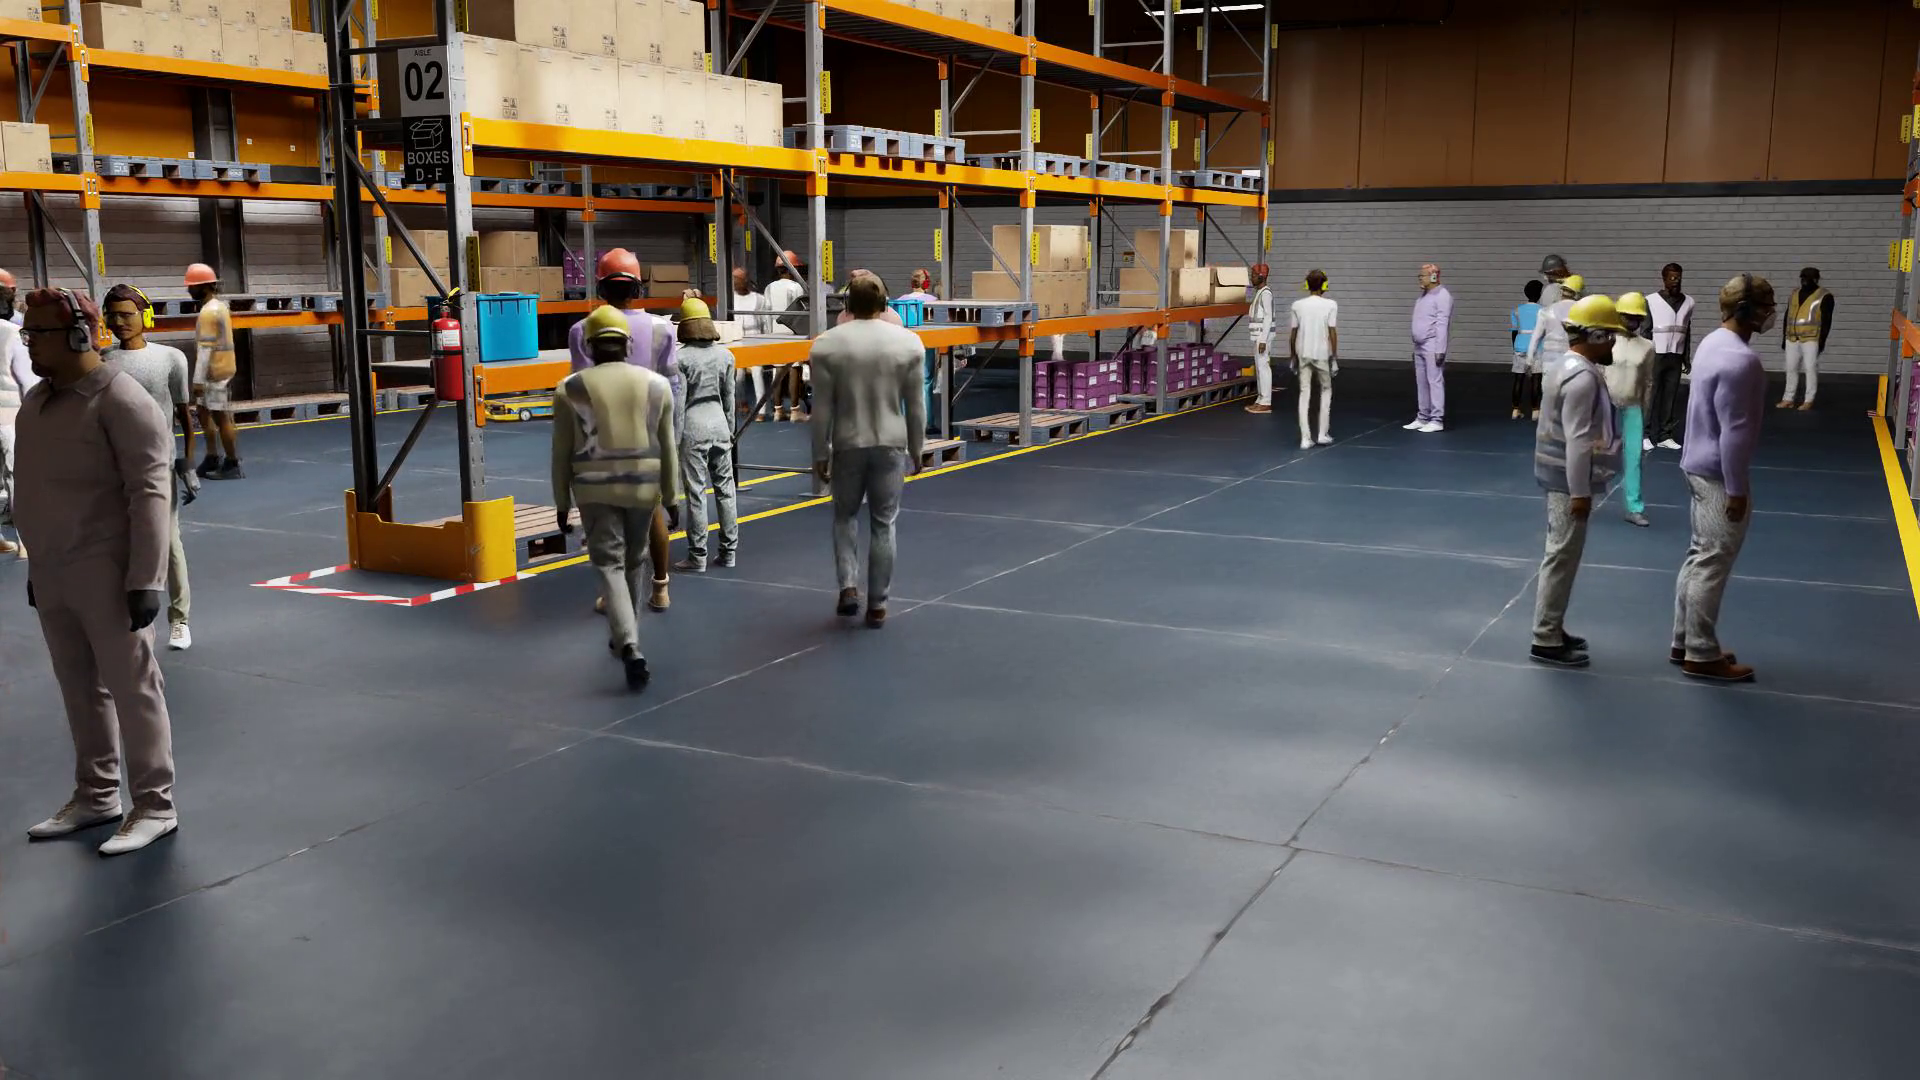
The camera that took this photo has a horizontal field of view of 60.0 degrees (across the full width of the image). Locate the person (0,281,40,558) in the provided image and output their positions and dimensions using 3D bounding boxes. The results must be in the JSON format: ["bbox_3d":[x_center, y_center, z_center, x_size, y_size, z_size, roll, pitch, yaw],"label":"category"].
[{"bbox_3d":[-6.359,-0.796,11.062,0.633,1.841,0.429,2,10,13],"label":"person"}]

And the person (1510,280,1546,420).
[{"bbox_3d":[6.921,-2.296,20.155,0.318,1.700,0.535,-9,13,-43],"label":"person"}]

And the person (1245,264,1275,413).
[{"bbox_3d":[3.820,-2.548,21.082,0.338,1.882,0.582,1,10,4],"label":"person"}]

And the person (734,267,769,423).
[{"bbox_3d":[-2.562,-2.359,20.065,0.598,1.863,0.737,0,10,-2],"label":"person"}]

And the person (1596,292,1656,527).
[{"bbox_3d":[4.979,-1.011,12.605,0.529,1.735,0.827,0,10,1],"label":"person"}]

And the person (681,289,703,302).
[{"bbox_3d":[-2.858,-1.892,18.010,0.317,1.633,0.521,-8,13,-39],"label":"person"}]

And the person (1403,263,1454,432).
[{"bbox_3d":[5.313,-2.178,18.895,0.401,1.904,0.646,-2,10,-12],"label":"person"}]

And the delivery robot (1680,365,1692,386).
[{"bbox_3d":[10.353,-2.301,23.204,0.477,0.478,0.707,-2,10,-7],"label":"delivery robot"}]

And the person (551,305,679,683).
[{"bbox_3d":[-1.633,-0.227,7.958,0.598,1.787,0.921,-5,11,-25],"label":"person"}]

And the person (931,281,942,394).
[{"bbox_3d":[-0.324,-2.894,23.817,0.533,1.618,0.403,5,11,27],"label":"person"}]

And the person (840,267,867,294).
[{"bbox_3d":[-1.350,-2.898,23.299,0.648,1.816,0.758,2,10,10],"label":"person"}]

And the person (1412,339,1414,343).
[{"bbox_3d":[7.008,-3.037,24.673,0.544,1.613,0.514,-10,14,-44],"label":"person"}]

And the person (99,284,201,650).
[{"bbox_3d":[-4.151,-0.358,8.448,0.535,1.868,0.309,-2,10,-12],"label":"person"}]

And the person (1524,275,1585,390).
[{"bbox_3d":[6.365,-1.904,17.657,0.698,1.787,0.756,4,11,21],"label":"person"}]

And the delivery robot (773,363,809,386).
[{"bbox_3d":[-2.245,-2.297,23.196,0.707,0.478,0.477,2,10,13],"label":"delivery robot"}]

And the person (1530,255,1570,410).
[{"bbox_3d":[7.389,-2.563,20.711,0.634,2.000,0.715,9,13,41],"label":"person"}]

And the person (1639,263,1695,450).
[{"bbox_3d":[7.265,-1.889,17.166,0.596,1.917,0.374,-2,10,-13],"label":"person"}]

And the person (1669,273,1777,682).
[{"bbox_3d":[3.619,-0.291,7.897,0.371,1.934,0.629,3,10,14],"label":"person"}]

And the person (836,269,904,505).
[{"bbox_3d":[-0.748,-1.172,13.086,0.636,1.899,0.396,7,12,35],"label":"person"}]

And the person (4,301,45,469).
[{"bbox_3d":[-8.712,-1.452,15.599,0.507,1.585,0.895,9,13,42],"label":"person"}]

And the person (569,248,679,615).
[{"bbox_3d":[-1.870,-0.590,9.280,0.605,2.045,0.378,-5,11,-25],"label":"person"}]

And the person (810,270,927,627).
[{"bbox_3d":[-0.490,-0.492,9.043,0.625,1.925,0.452,0,10,-2],"label":"person"}]

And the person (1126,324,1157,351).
[{"bbox_3d":[2.764,-3.171,25.307,0.550,1.661,0.625,6,12,32],"label":"person"}]

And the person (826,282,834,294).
[{"bbox_3d":[-2.033,-3.143,24.547,0.492,1.877,0.705,-8,13,-40],"label":"person"}]

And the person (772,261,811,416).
[{"bbox_3d":[-1.949,-2.443,20.377,0.990,1.910,0.631,6,11,29],"label":"person"}]

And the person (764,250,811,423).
[{"bbox_3d":[-2.048,-2.424,19.887,0.605,2.048,0.372,7,12,37],"label":"person"}]

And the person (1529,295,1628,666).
[{"bbox_3d":[3.050,-0.294,8.234,0.404,1.825,0.604,3,10,14],"label":"person"}]

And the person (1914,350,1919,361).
[{"bbox_3d":[13.986,-2.927,23.999,0.508,1.632,0.265,7,12,35],"label":"person"}]

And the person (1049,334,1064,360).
[{"bbox_3d":[1.568,-3.627,27.203,0.610,1.937,1.060,-4,11,-23],"label":"person"}]

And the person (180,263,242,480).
[{"bbox_3d":[-6.730,-1.476,14.744,0.602,1.922,0.574,-3,10,-15],"label":"person"}]

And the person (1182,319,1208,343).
[{"bbox_3d":[3.656,-3.323,25.502,0.517,1.911,0.549,-4,11,-23],"label":"person"}]

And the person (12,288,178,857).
[{"bbox_3d":[-2.960,0.110,5.627,0.653,1.906,0.405,5,11,28],"label":"person"}]

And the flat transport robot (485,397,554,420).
[{"bbox_3d":[-5.164,-1.627,20.413,1.431,0.197,0.652,-8,12,-37],"label":"flat transport robot"}]

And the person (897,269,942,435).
[{"bbox_3d":[-0.465,-2.094,18.558,0.567,1.844,0.375,5,11,28],"label":"person"}]

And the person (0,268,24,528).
[{"bbox_3d":[-6.914,-1.029,12.153,0.488,1.930,0.596,-9,13,-41],"label":"person"}]

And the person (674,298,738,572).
[{"bbox_3d":[-1.657,-0.666,10.616,0.484,1.735,0.311,-9,13,-41],"label":"person"}]

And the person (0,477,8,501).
[{"bbox_3d":[-8.007,-1.120,13.540,0.509,1.631,0.267,0,10,0],"label":"person"}]

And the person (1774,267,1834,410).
[{"bbox_3d":[10.903,-2.598,21.492,0.429,1.842,0.628,-5,11,-29],"label":"person"}]

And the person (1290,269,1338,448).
[{"bbox_3d":[3.736,-1.896,17.401,0.565,1.844,0.741,5,11,28],"label":"person"}]
